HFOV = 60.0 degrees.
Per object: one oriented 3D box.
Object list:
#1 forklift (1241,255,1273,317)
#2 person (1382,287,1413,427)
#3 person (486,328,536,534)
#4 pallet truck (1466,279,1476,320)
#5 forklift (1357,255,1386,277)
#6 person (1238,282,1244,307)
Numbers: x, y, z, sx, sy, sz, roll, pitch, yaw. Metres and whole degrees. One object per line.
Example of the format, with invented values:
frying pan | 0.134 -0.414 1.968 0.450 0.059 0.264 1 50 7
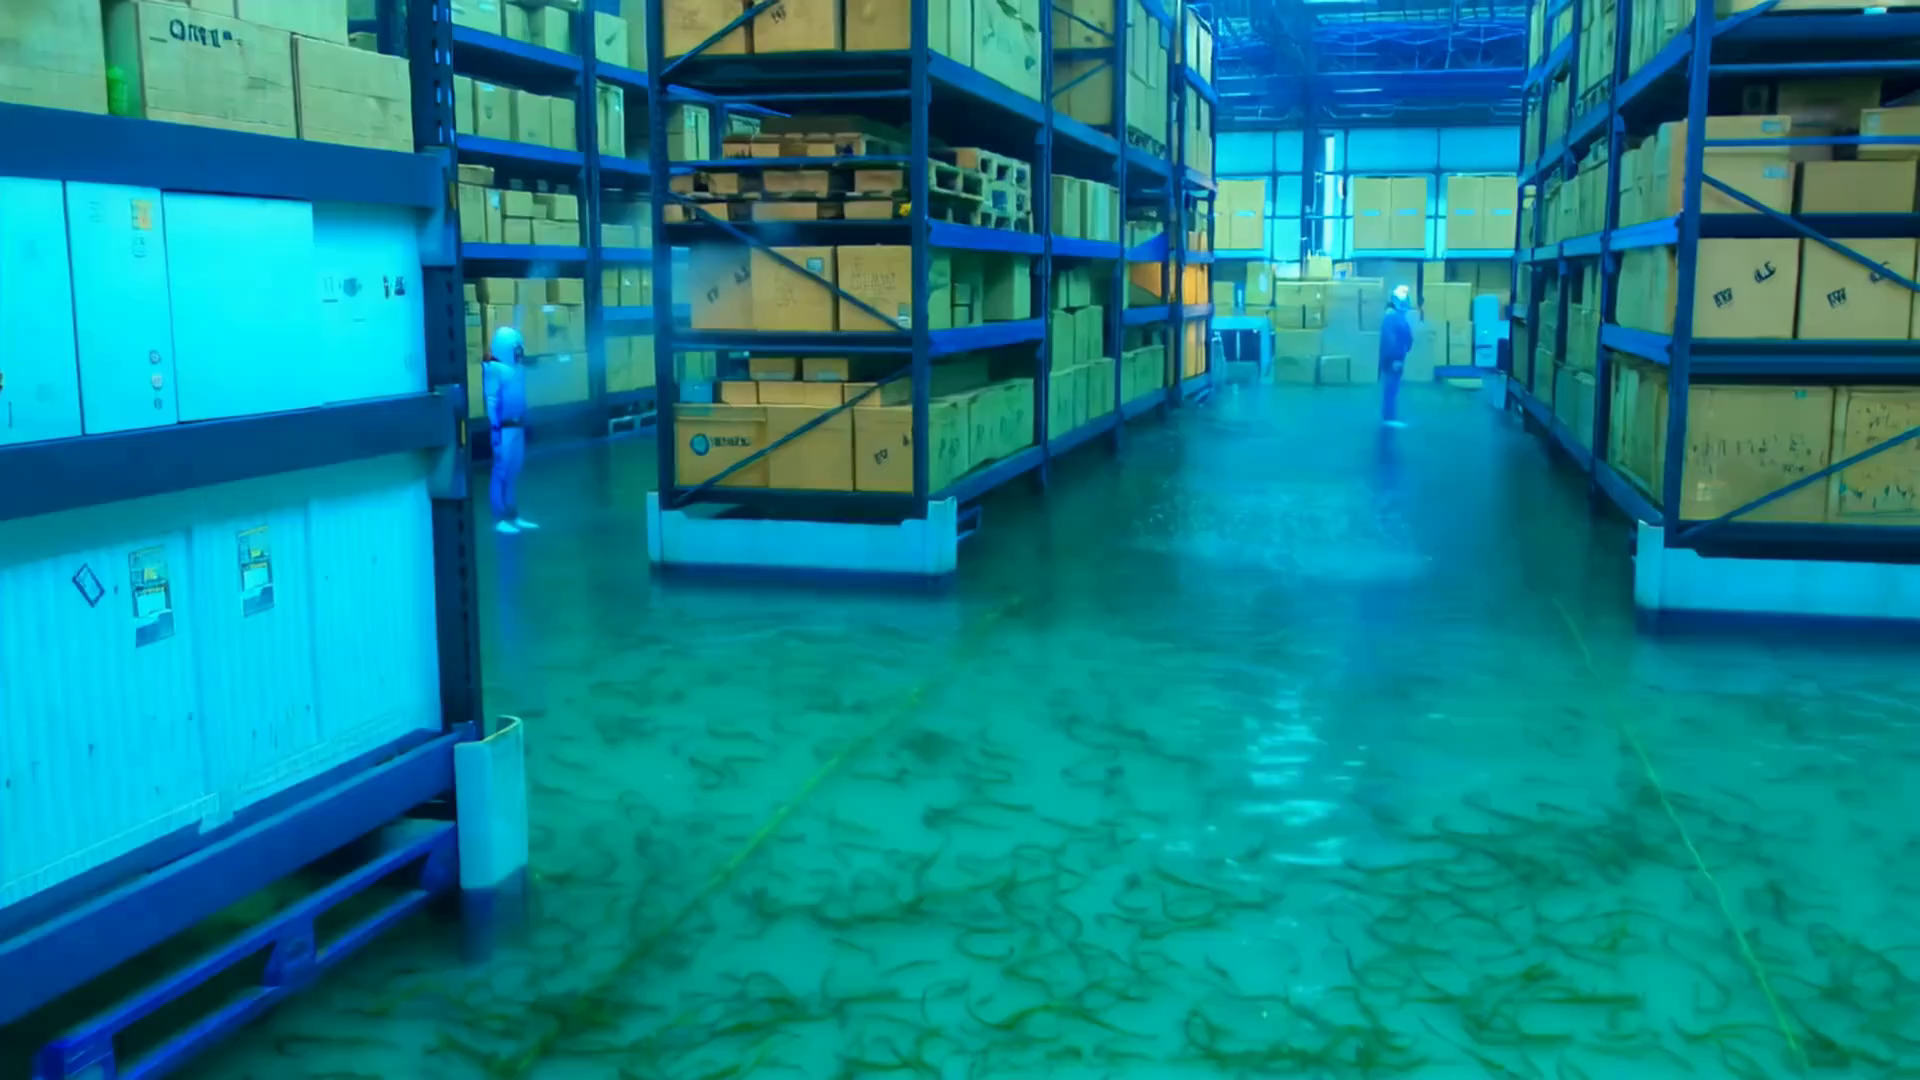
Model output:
forklift | 10.551 -8.662 58.805 1.129 2.768 1.873 2 9 15
person | 5.960 -2.490 22.678 0.403 1.906 0.651 2 9 15
person | -3.592 -0.874 13.273 0.266 1.631 0.507 2 9 15
pallet truck | 18.896 -8.459 60.307 1.885 1.965 0.823 5 10 31
forklift | 14.170 -8.449 57.448 1.129 2.768 1.873 -2 9 -12
person | 10.574 -8.701 62.201 0.337 1.883 0.584 2 9 15
